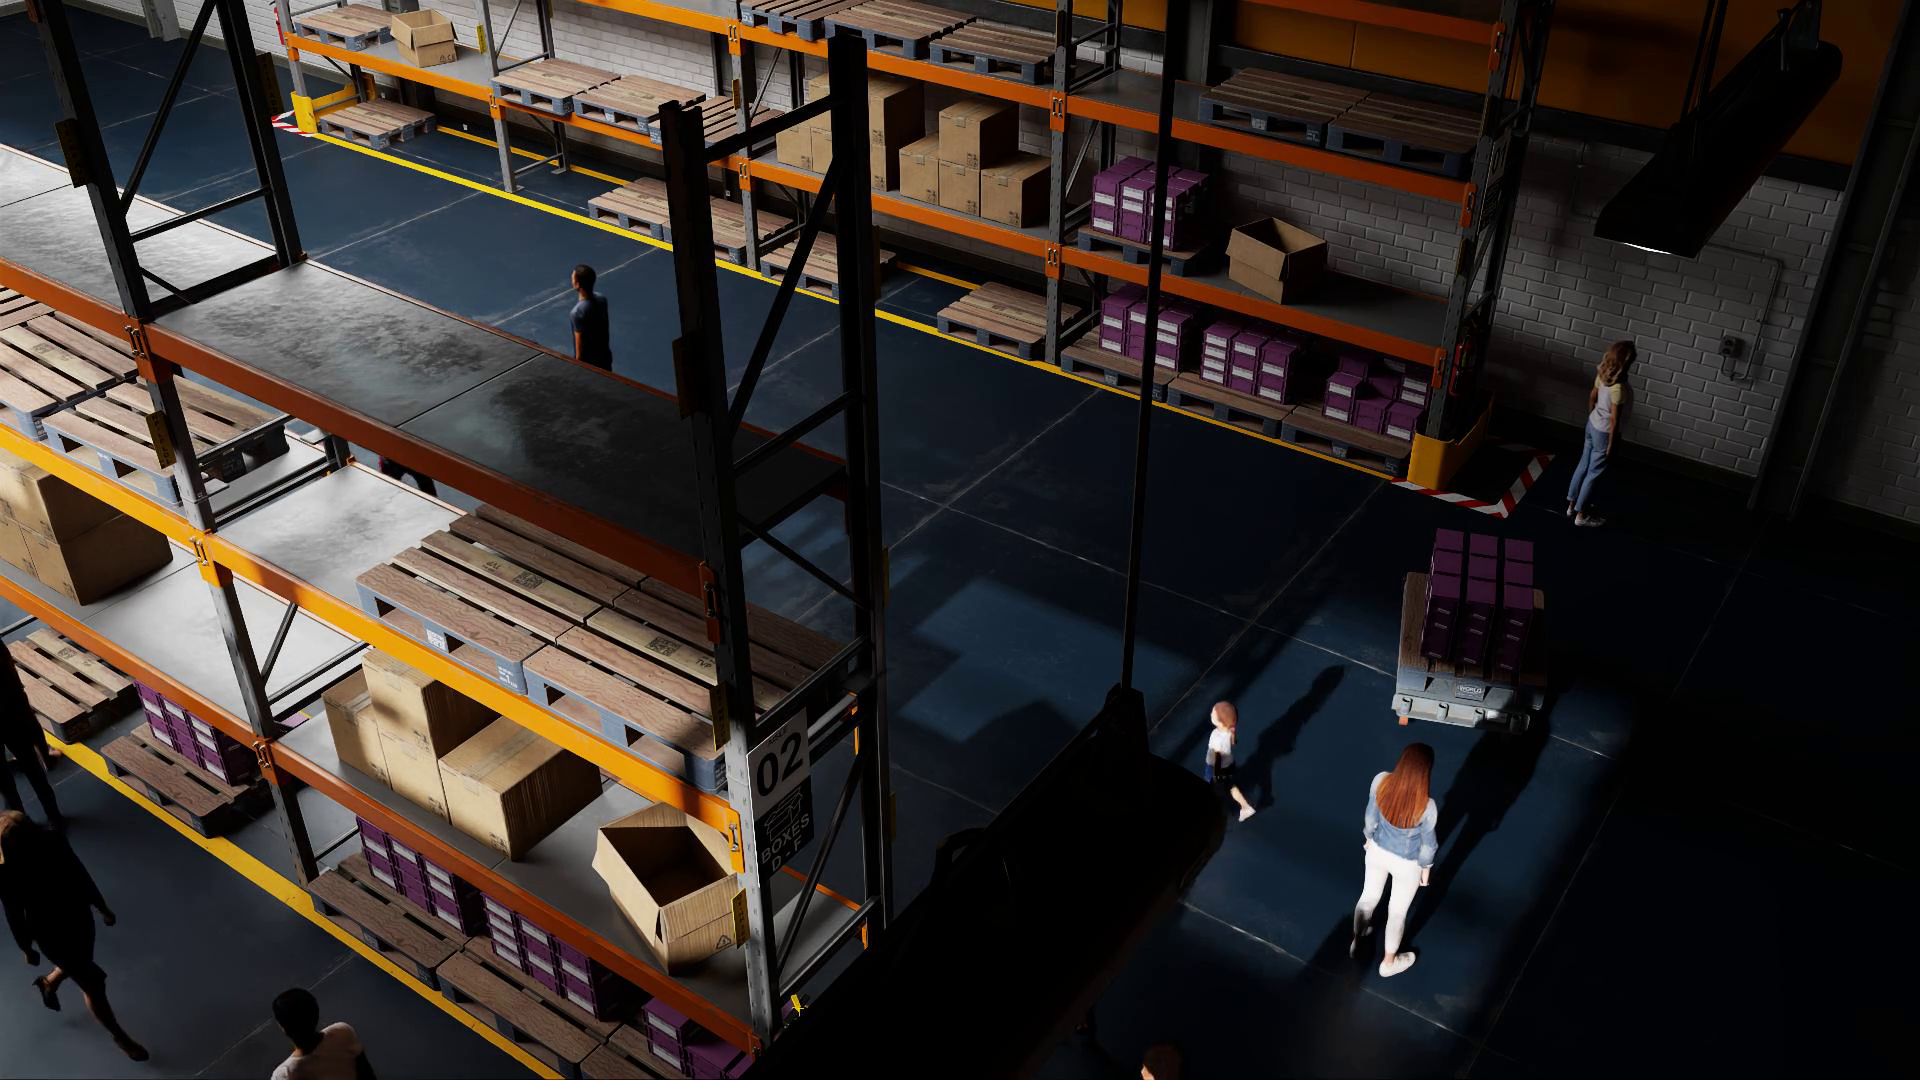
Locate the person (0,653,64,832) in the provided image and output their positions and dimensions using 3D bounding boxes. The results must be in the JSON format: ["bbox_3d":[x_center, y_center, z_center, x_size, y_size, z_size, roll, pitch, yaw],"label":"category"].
[{"bbox_3d":[-6.246,1.218,10.792,0.704,1.778,0.704,-13,36,-19],"label":"person"}]

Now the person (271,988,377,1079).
[{"bbox_3d":[-3.063,2.936,8.293,1.066,1.682,0.721,18,38,25],"label":"person"}]

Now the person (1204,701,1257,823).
[{"bbox_3d":[1.780,1.487,11.080,0.710,1.010,0.465,17,37,24],"label":"person"}]

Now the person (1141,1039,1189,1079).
[{"bbox_3d":[1.066,3.011,8.244,1.080,1.611,1.044,-5,34,-8],"label":"person"}]

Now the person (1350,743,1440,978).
[{"bbox_3d":[2.573,1.884,9.859,0.508,1.701,0.714,29,43,36],"label":"person"}]

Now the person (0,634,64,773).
[{"bbox_3d":[-6.653,0.935,11.263,0.690,1.727,0.758,-1,34,-1],"label":"person"}]

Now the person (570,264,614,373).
[{"bbox_3d":[-3.308,-1.655,15.084,0.646,1.810,0.707,10,35,15],"label":"person"}]

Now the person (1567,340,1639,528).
[{"bbox_3d":[5.425,-0.910,14.043,0.749,1.722,0.709,-3,34,-4],"label":"person"}]

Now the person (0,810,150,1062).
[{"bbox_3d":[-5.074,2.176,9.323,1.170,1.808,0.791,12,35,17],"label":"person"}]
